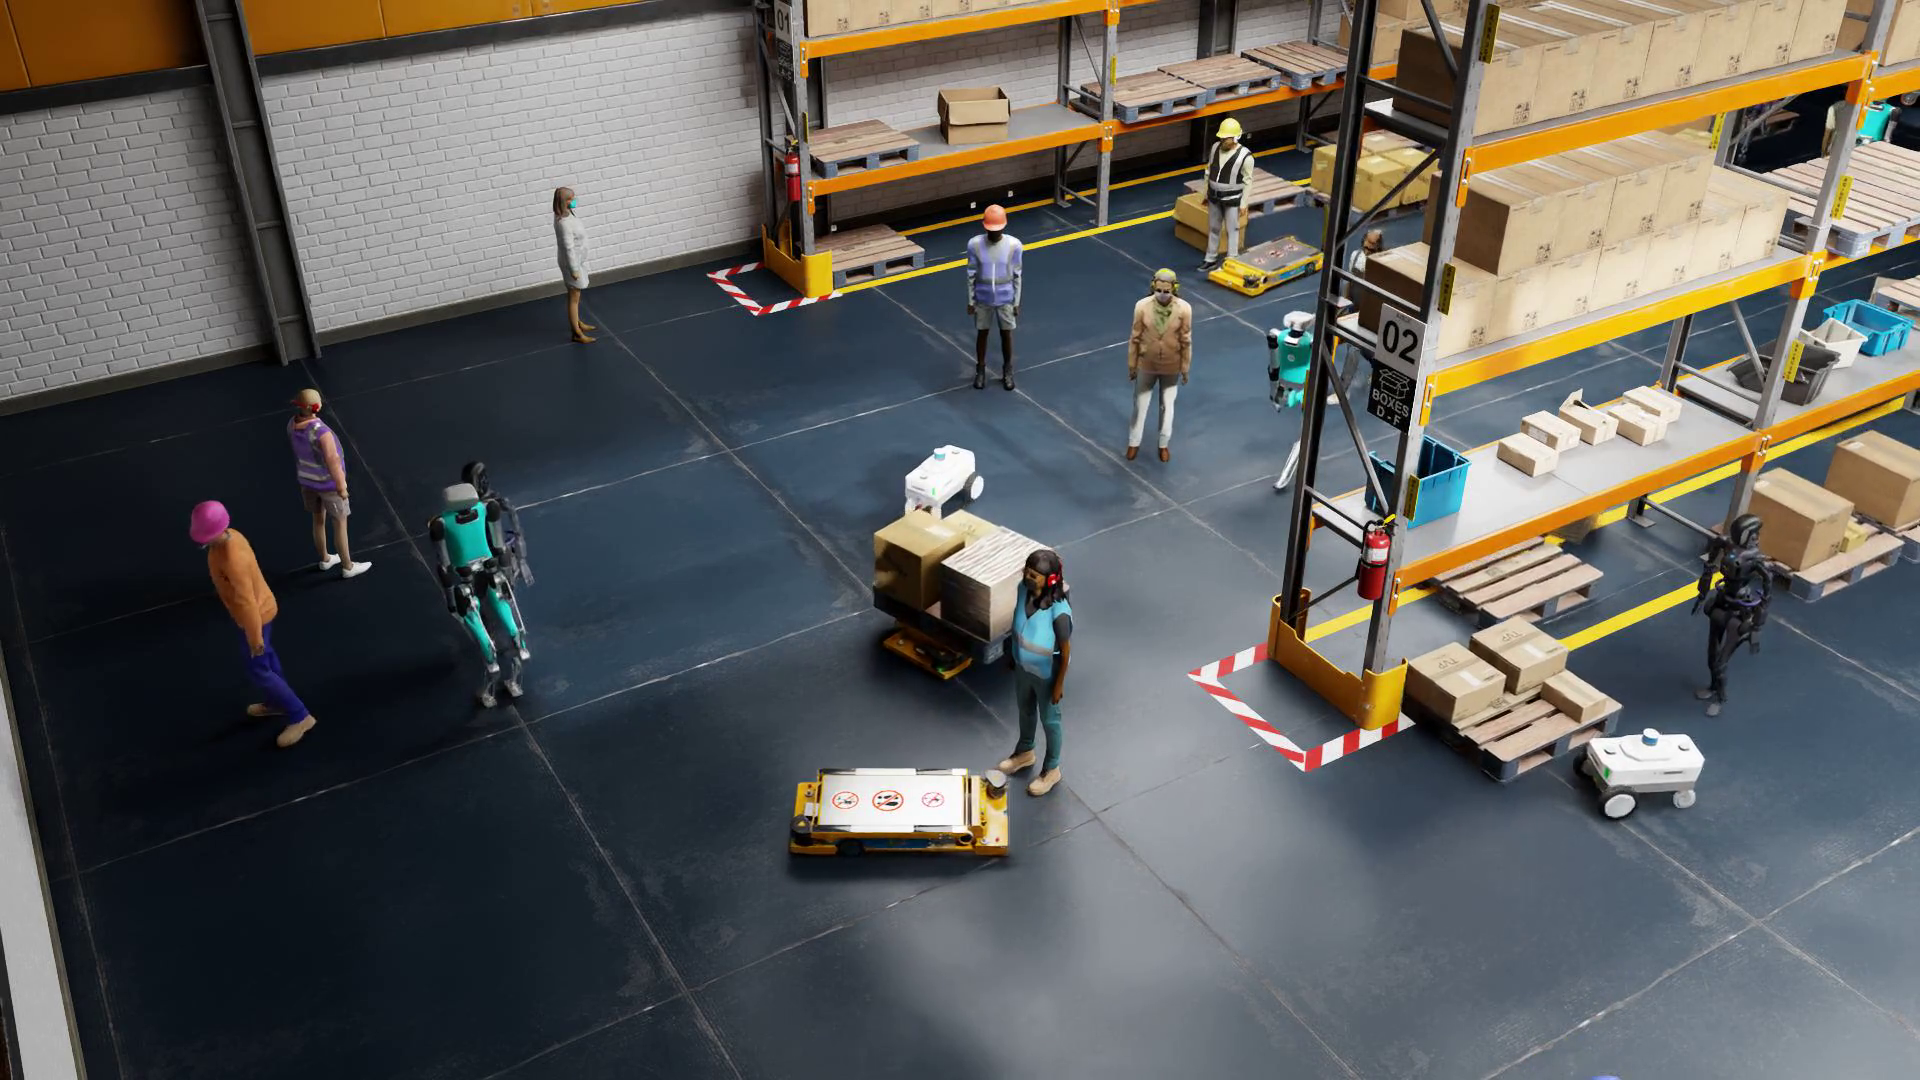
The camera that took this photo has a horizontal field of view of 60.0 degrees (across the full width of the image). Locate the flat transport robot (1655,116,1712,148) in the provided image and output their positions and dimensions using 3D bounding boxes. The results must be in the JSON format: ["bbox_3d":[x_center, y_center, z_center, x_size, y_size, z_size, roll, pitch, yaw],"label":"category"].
[{"bbox_3d":[9.309,-4.881,21.867,0.659,0.231,1.431,27,41,36],"label":"flat transport robot"}]

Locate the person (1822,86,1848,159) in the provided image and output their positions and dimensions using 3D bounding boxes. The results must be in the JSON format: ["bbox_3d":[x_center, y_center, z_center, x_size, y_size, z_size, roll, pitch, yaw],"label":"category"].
[{"bbox_3d":[10.690,-4.673,20.107,0.666,1.818,0.457,-3,32,-5],"label":"person"}]

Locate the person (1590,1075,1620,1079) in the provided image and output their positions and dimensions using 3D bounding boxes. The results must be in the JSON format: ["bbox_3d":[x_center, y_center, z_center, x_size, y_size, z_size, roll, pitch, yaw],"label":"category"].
[{"bbox_3d":[2.908,3.153,7.691,0.531,1.732,0.609,18,36,26],"label":"person"}]

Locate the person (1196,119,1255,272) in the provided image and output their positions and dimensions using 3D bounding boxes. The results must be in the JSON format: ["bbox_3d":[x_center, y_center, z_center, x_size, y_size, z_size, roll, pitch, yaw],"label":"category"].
[{"bbox_3d":[2.986,-3.859,18.767,0.599,1.829,0.404,26,40,35],"label":"person"}]

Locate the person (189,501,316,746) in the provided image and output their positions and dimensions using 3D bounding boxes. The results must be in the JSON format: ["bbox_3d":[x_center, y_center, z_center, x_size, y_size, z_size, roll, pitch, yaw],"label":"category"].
[{"bbox_3d":[-4.990,0.511,11.688,0.454,1.964,0.696,-14,35,-21],"label":"person"}]

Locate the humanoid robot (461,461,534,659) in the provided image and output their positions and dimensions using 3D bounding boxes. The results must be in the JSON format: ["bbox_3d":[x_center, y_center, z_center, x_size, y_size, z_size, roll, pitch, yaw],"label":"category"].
[{"bbox_3d":[-3.509,0.147,12.524,0.615,1.650,0.340,7,33,11],"label":"humanoid robot"}]

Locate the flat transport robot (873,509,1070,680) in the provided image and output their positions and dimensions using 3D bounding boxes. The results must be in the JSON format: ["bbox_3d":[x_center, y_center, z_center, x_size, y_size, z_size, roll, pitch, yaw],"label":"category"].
[{"bbox_3d":[0.120,0.603,13.123,0.659,0.231,1.431,25,40,34],"label":"flat transport robot"}]

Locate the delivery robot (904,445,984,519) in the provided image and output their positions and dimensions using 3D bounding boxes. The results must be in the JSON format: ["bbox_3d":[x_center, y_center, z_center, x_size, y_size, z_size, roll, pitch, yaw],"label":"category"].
[{"bbox_3d":[-0.176,-0.528,14.649,0.499,0.586,0.765,19,37,27],"label":"delivery robot"}]

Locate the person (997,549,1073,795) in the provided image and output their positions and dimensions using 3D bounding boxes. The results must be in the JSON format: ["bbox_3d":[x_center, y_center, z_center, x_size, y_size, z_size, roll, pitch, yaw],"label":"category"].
[{"bbox_3d":[0.527,0.867,11.199,0.390,1.866,0.523,-25,40,-34],"label":"person"}]

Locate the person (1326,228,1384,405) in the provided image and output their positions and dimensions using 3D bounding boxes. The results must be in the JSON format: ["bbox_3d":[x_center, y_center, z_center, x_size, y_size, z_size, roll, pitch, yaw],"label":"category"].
[{"bbox_3d":[3.978,-2.223,16.191,0.815,1.808,0.563,-18,36,-26],"label":"person"}]

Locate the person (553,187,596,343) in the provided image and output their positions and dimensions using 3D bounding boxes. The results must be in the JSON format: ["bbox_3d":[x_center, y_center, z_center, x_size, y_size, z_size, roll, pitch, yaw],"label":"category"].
[{"bbox_3d":[-4.025,-2.885,17.369,0.335,1.656,0.496,-5,32,-8],"label":"person"}]

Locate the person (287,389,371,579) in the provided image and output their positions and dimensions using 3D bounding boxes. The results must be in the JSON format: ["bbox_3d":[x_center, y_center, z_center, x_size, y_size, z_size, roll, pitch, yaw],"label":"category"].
[{"bbox_3d":[-5.156,-0.455,13.475,0.480,1.686,0.344,17,36,24],"label":"person"}]

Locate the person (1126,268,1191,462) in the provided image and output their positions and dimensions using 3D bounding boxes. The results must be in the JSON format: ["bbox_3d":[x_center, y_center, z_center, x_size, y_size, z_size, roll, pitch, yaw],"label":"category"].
[{"bbox_3d":[1.809,-1.605,15.141,0.571,1.869,0.412,4,32,6],"label":"person"}]

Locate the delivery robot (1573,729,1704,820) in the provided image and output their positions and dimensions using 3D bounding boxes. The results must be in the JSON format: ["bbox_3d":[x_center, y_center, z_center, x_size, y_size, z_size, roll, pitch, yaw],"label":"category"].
[{"bbox_3d":[4.623,1.557,11.341,0.782,0.603,0.499,-2,32,-4],"label":"delivery robot"}]

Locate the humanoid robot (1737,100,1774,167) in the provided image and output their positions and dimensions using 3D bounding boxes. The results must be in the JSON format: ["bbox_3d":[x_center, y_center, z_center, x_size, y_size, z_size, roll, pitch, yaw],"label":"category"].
[{"bbox_3d":[10.135,-5.467,21.476,0.601,1.646,0.426,23,39,32],"label":"humanoid robot"}]

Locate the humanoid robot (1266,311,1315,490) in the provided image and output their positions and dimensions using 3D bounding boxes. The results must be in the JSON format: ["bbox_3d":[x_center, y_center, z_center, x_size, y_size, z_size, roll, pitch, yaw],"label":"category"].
[{"bbox_3d":[3.111,-1.342,14.917,0.554,1.750,1.075,20,37,28],"label":"humanoid robot"}]

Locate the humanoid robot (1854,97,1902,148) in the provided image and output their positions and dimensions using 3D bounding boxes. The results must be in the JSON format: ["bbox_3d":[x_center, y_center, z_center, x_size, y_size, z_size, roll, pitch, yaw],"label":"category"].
[{"bbox_3d":[10.662,-4.442,19.779,0.530,1.774,0.699,23,39,32],"label":"humanoid robot"}]

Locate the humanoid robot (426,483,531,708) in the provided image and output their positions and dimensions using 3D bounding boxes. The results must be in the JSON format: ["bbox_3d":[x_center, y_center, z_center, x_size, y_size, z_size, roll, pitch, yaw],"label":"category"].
[{"bbox_3d":[-3.361,0.468,11.918,0.539,1.766,0.690,-22,38,-31],"label":"humanoid robot"}]

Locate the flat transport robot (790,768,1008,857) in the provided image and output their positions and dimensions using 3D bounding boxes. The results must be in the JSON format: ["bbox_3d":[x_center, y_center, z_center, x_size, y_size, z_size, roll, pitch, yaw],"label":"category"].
[{"bbox_3d":[-0.399,1.827,11.170,1.431,0.231,0.659,0,32,0],"label":"flat transport robot"}]

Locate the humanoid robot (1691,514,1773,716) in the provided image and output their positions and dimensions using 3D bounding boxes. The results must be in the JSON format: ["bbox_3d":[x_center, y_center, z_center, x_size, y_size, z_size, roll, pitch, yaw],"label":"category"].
[{"bbox_3d":[5.551,0.502,11.961,0.419,1.635,0.610,-15,35,-22],"label":"humanoid robot"}]

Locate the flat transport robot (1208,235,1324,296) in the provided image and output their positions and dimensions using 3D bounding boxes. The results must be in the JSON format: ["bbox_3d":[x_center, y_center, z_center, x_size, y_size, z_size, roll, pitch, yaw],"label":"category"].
[{"bbox_3d":[3.581,-3.166,19.133,1.431,0.231,0.659,-25,40,-34],"label":"flat transport robot"}]

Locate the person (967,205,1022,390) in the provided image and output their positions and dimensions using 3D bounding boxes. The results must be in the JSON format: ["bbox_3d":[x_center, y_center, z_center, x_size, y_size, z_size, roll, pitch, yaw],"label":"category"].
[{"bbox_3d":[0.331,-2.370,16.303,0.539,1.929,0.377,3,32,4],"label":"person"}]
